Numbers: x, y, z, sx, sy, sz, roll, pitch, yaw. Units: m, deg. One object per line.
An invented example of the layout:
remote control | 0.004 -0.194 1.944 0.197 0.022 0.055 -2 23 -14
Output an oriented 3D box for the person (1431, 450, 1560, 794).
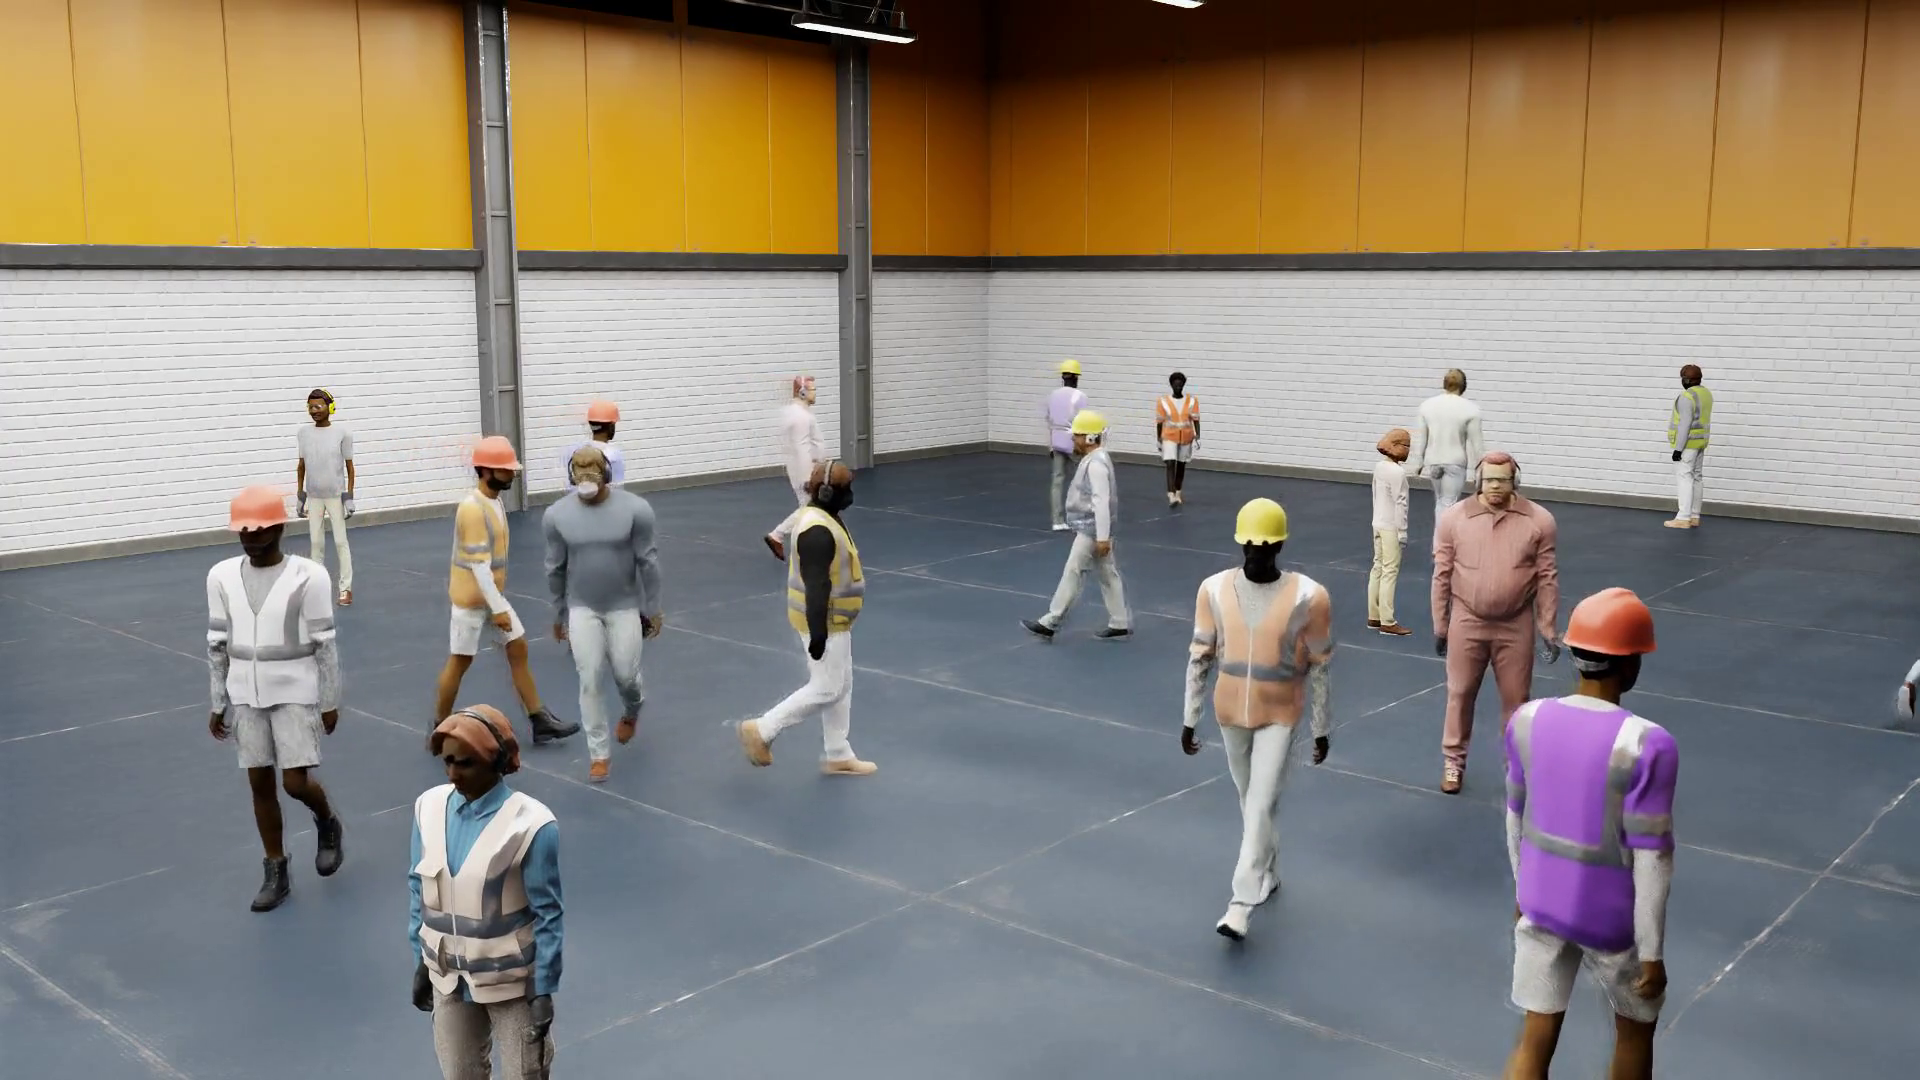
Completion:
person | 2.907 0.455 9.044 0.676 1.905 0.407 2 9 14

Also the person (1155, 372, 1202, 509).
person | 2.667 -1.208 20.256 0.536 1.648 0.867 -1 9 -6

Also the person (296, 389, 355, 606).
person | -5.451 -0.364 14.275 0.512 1.872 0.328 0 9 0

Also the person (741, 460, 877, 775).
person | -0.840 0.455 9.323 0.672 1.820 0.629 0 9 0

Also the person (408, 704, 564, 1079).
person | -1.354 1.267 4.764 0.510 1.639 0.308 4 10 22

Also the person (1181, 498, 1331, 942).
person | 1.255 0.759 7.193 0.613 1.872 0.965 5 10 29

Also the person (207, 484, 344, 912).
person | -3.080 0.691 7.499 0.558 1.925 0.516 1 9 4

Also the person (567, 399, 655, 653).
person | -2.687 -0.128 12.698 0.562 1.889 0.952 4 10 25

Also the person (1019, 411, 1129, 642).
person | 0.901 -0.094 12.804 0.900 1.792 0.622 1 9 5

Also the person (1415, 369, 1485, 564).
person | 4.914 -0.740 16.502 0.664 1.906 0.853 8 12 42

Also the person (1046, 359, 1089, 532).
person | 1.270 -1.052 18.474 0.615 1.901 0.760 8 12 40

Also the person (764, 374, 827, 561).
person | -1.547 -0.649 16.007 0.564 1.890 0.649 -1 9 -8

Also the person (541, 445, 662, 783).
person | -2.016 0.380 9.482 0.657 1.912 0.673 0 9 -2

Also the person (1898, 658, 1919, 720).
person | 6.284 0.379 10.450 0.715 1.609 0.504 -5 10 -27

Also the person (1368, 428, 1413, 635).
person | 3.417 -0.071 13.177 0.279 1.633 0.498 -1 9 -8

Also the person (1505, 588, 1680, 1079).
person | 1.960 1.084 5.036 0.780 1.913 0.571 -7 12 -39

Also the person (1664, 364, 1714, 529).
person | 8.175 -1.051 18.690 0.634 1.839 0.429 -8 12 -43

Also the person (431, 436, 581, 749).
person | -2.727 0.332 9.844 0.959 1.884 0.557 0 9 3
